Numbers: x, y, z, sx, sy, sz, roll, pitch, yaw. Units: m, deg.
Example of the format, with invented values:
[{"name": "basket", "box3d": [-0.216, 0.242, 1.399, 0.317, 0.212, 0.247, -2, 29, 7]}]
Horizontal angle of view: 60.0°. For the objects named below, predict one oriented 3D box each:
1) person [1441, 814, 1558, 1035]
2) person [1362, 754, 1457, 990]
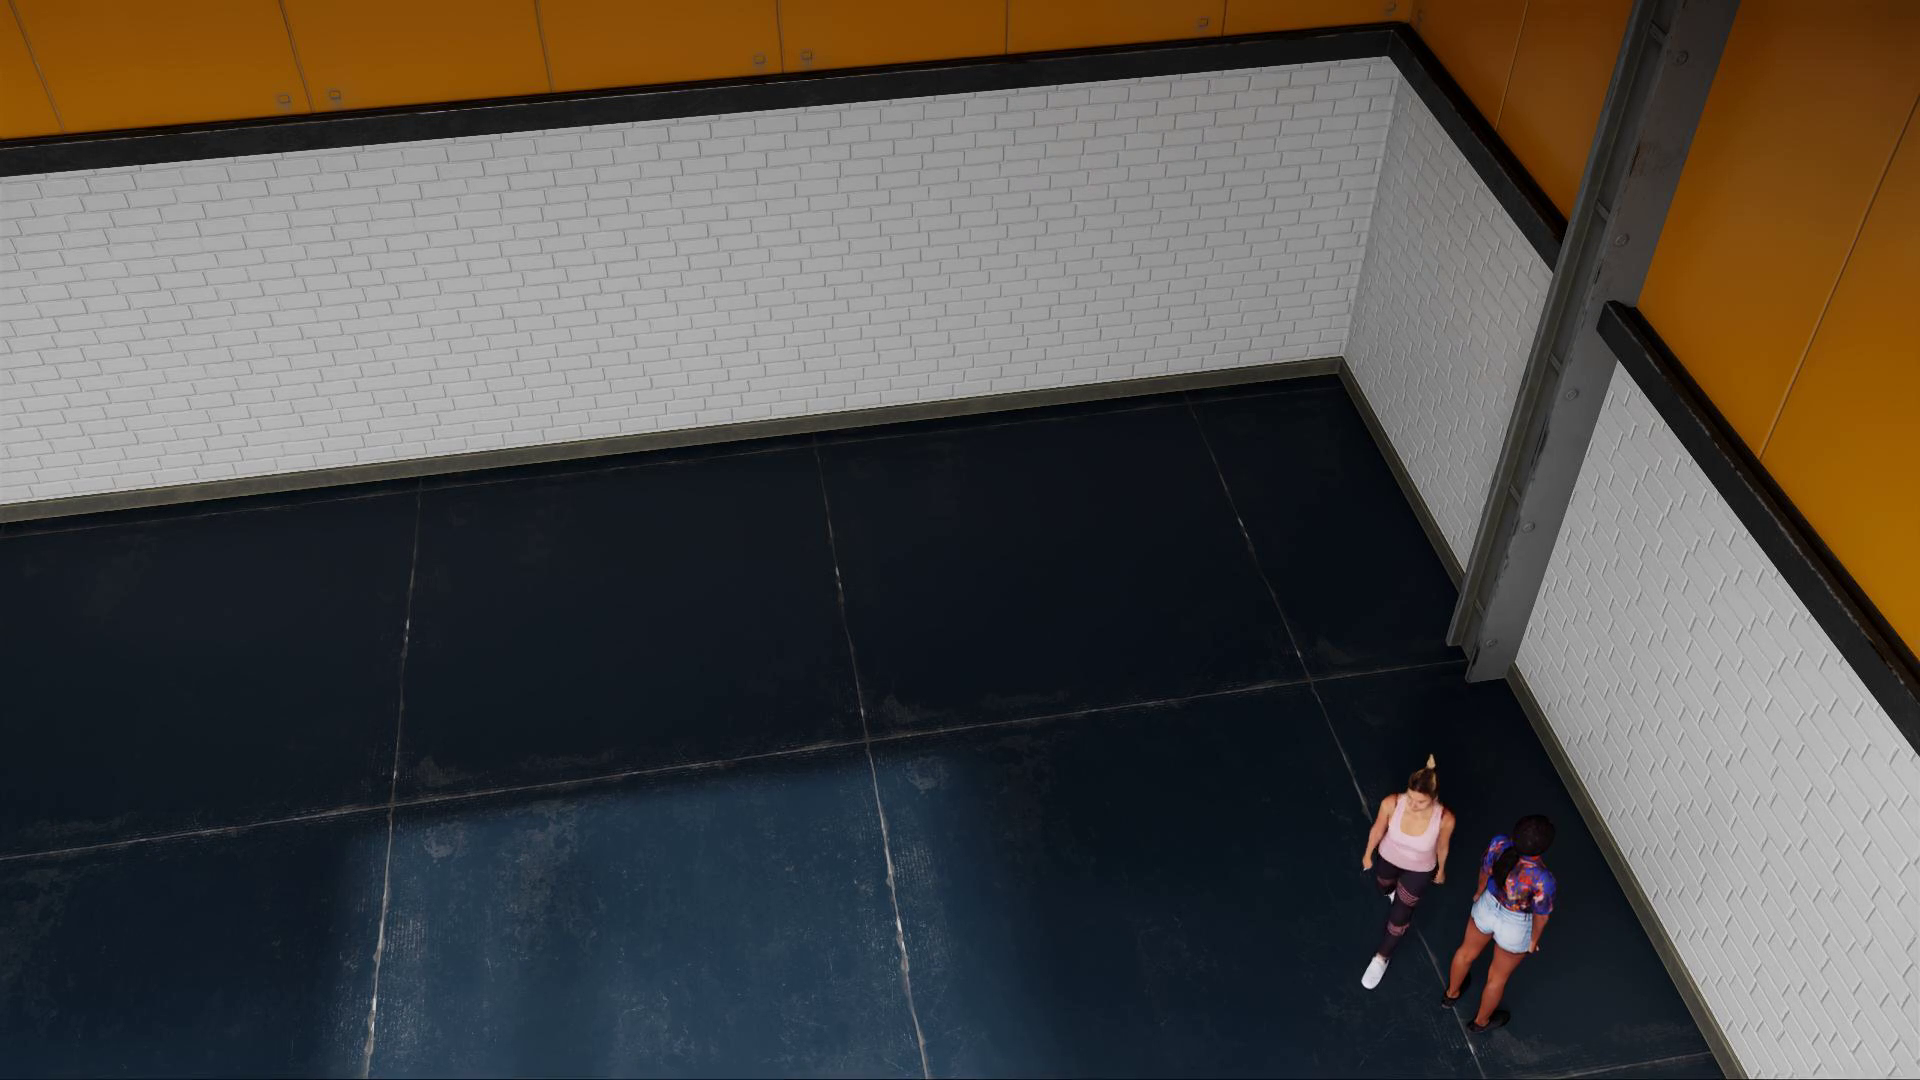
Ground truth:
[{"name": "person", "box3d": [2.866, 2.005, 8.781, 0.727, 1.743, 0.597, -26, 49, -25]}, {"name": "person", "box3d": [2.483, 1.706, 9.185, 0.991, 1.619, 1.121, 19, 47, 19]}]
